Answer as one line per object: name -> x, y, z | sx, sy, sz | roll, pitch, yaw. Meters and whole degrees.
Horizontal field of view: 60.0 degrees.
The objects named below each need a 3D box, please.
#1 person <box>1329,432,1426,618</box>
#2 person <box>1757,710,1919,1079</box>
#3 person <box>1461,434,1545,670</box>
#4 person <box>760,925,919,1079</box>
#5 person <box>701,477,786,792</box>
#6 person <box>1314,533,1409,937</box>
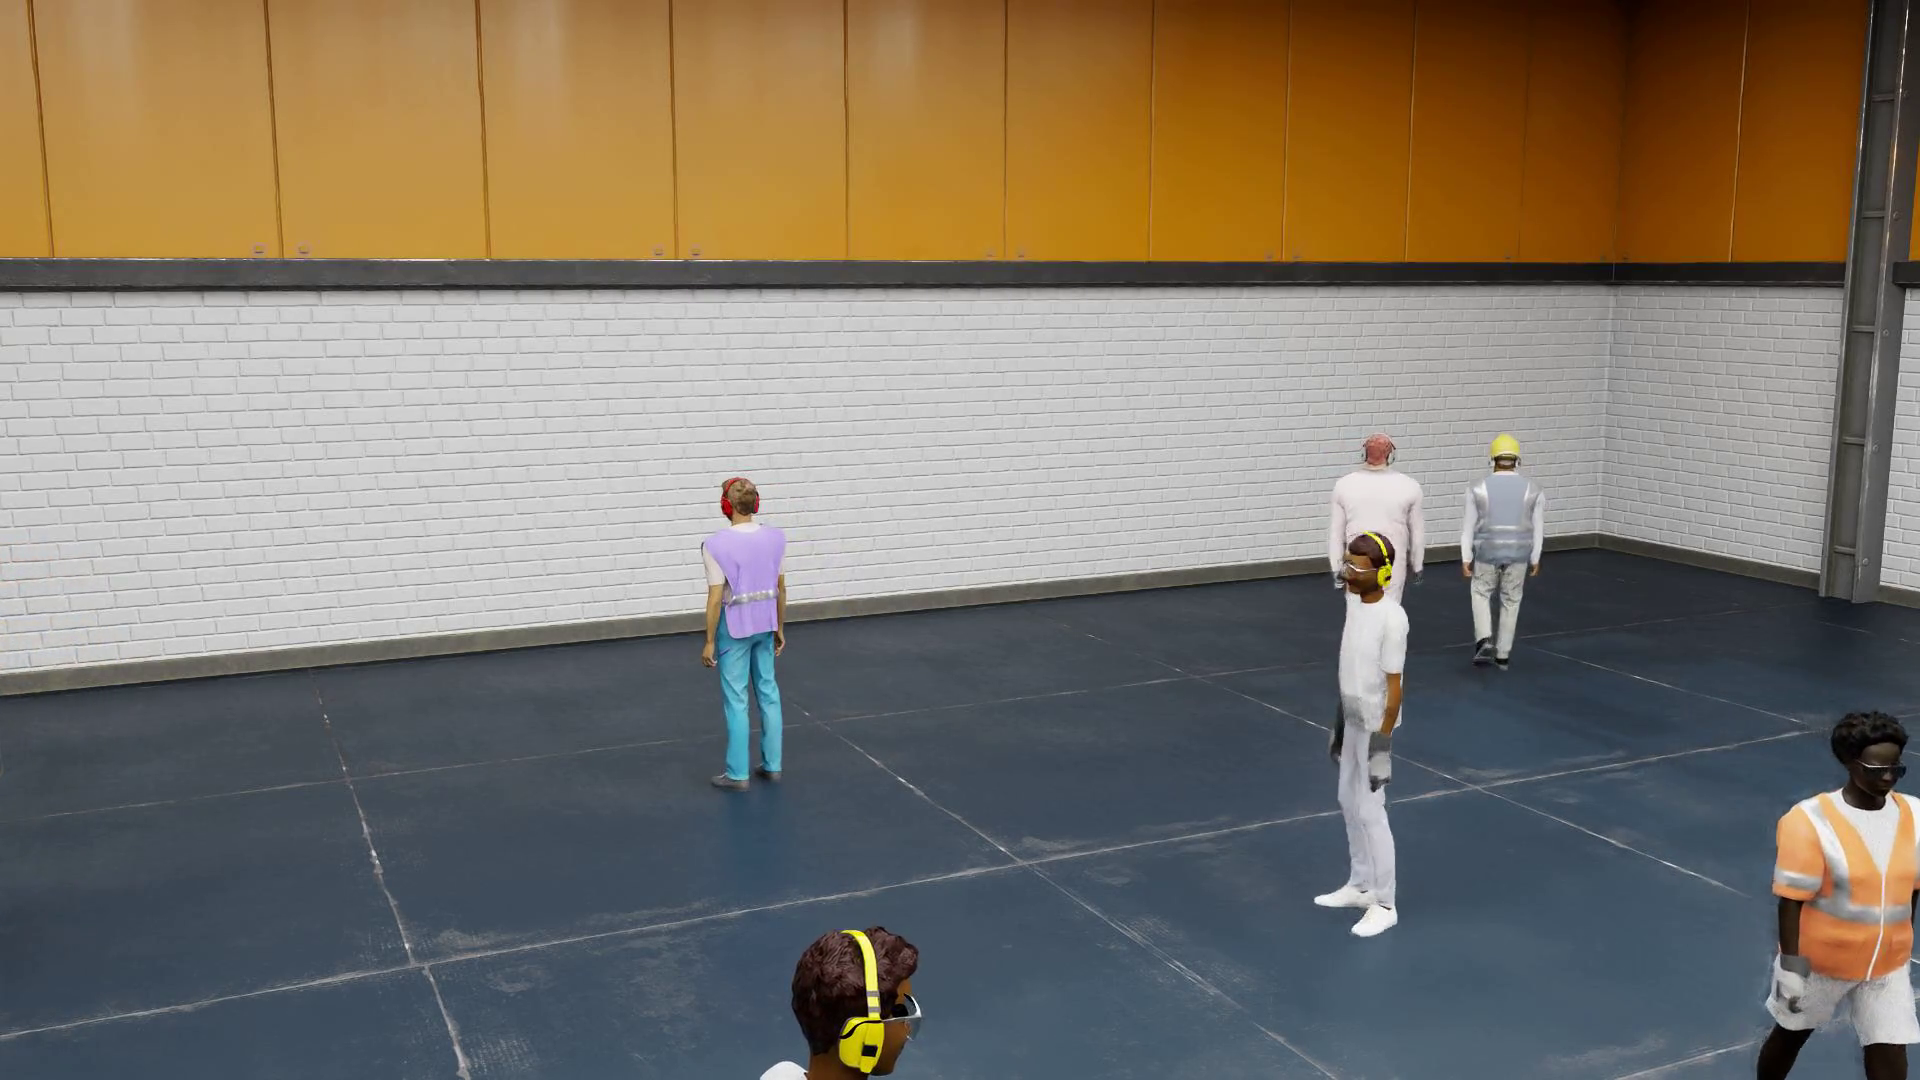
person -> 3.018, 0.168, 12.003 | 0.648, 1.890, 0.519 | 4, 10, 25
person -> 2.879, 1.350, 5.405 | 0.545, 1.646, 0.888 | -1, 9, -3
person -> 4.115, 0.104, 12.637 | 0.601, 1.815, 0.461 | 2, 9, 12
person -> -0.242, 1.622, 3.109 | 0.370, 1.853, 0.488 | -4, 10, -22
person -> -1.247, 0.554, 9.743 | 0.570, 1.840, 0.372 | -8, 12, -42
person -> 1.874, 0.882, 7.707 | 0.328, 1.855, 0.582 | -2, 9, -11
